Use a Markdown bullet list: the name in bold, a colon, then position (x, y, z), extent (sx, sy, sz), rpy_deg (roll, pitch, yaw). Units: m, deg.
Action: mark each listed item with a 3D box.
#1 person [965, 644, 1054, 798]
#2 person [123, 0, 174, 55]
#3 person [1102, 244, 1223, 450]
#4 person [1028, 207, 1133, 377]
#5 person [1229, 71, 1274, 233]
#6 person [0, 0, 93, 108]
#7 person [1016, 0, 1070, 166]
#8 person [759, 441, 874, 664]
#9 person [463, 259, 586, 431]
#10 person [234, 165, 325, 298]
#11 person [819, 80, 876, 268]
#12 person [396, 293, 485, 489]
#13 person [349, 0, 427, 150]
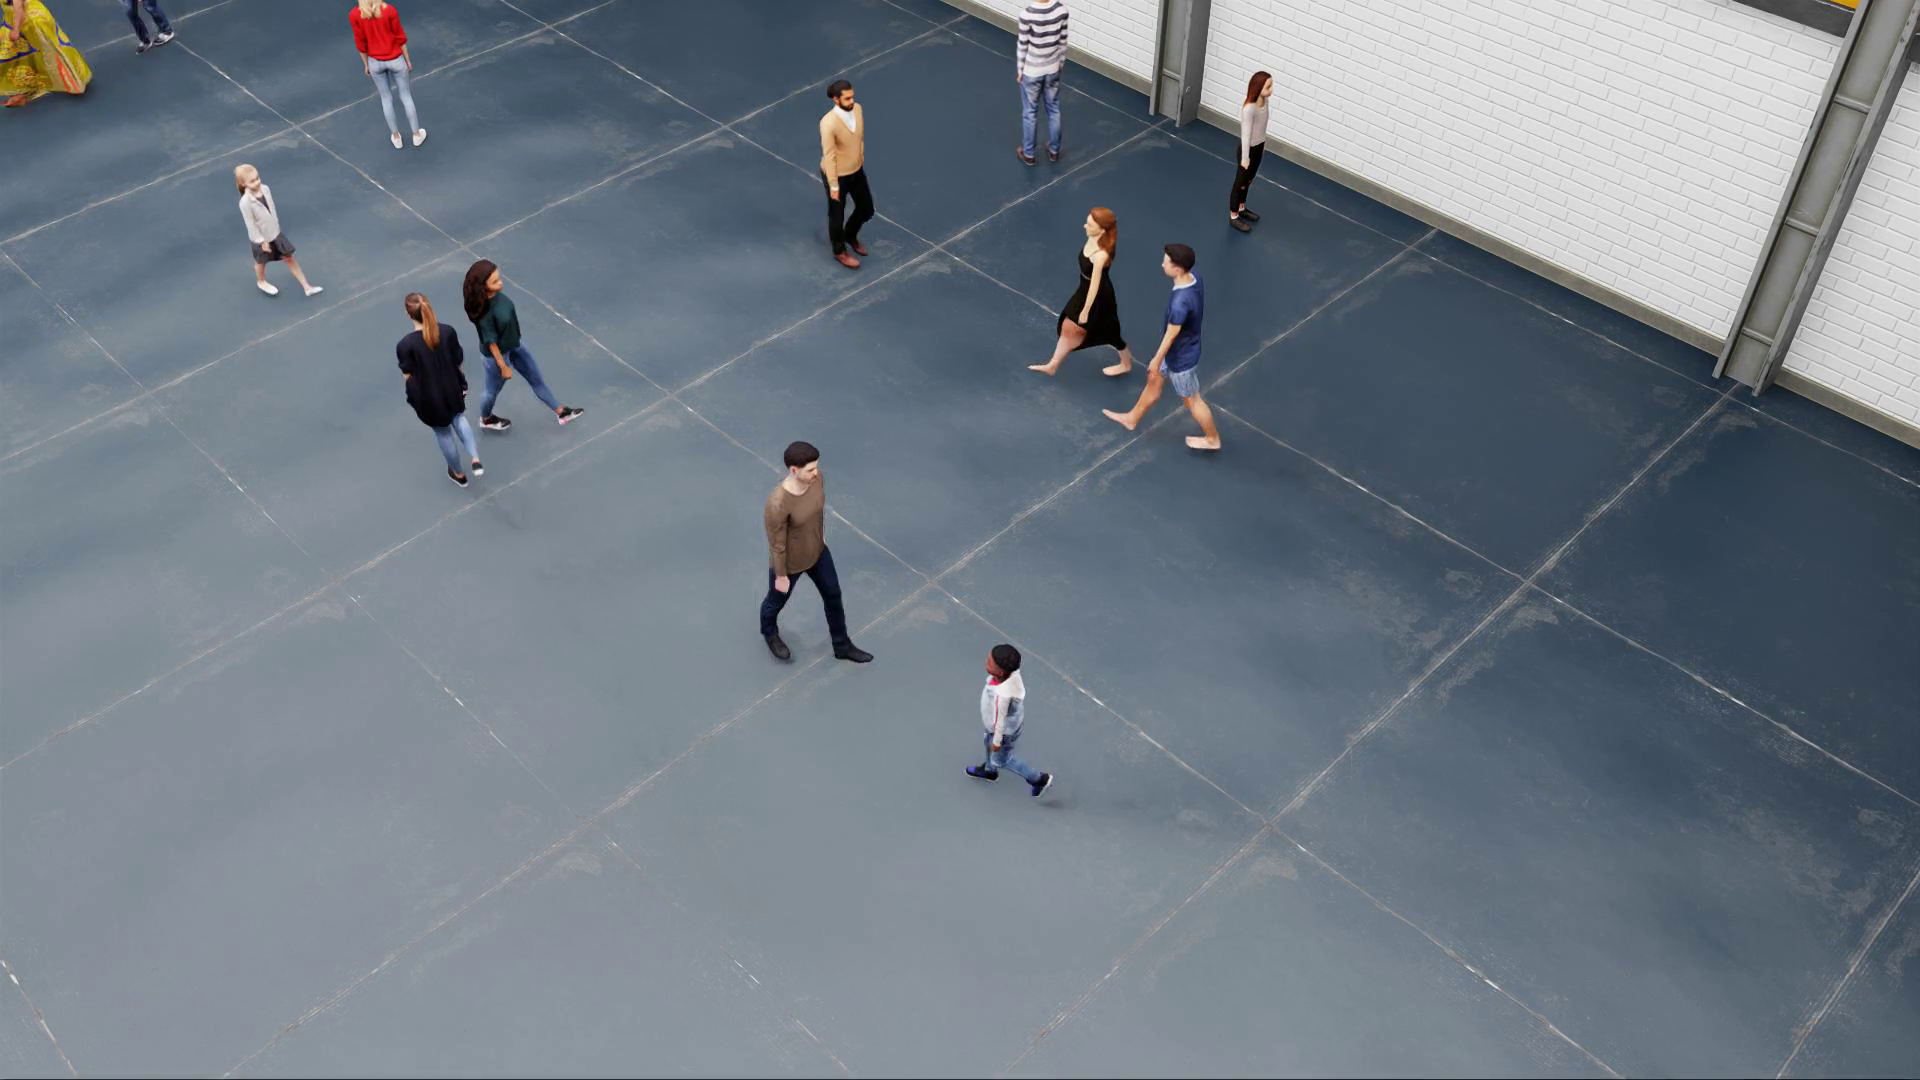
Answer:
- **person**: position (0.311, 1.105, 10.084), extent (0.861, 1.244, 0.727), rpy_deg (9, 44, 9)
- **person**: position (-8.489, -5.811, 17.144), extent (0.804, 1.520, 0.802), rpy_deg (19, 47, 19)
- **person**: position (1.715, -1.356, 12.274), extent (1.261, 1.786, 1.031), rpy_deg (11, 45, 11)
- **person**: position (1.152, -1.878, 12.975), extent (1.051, 1.576, 1.086), rpy_deg (-6, 44, -6)
- **person**: position (2.563, -3.458, 14.700), extent (0.550, 1.484, 0.584), rpy_deg (24, 49, 23)
- **person**: position (-9.053, -5.084, 16.311), extent (1.208, 1.617, 0.835), rpy_deg (29, 51, 27)
- **person**: position (0.752, -4.359, 15.385), extent (0.719, 1.844, 0.704), rpy_deg (-14, 45, -14)
- **person**: position (-1.108, 0.051, 10.755), extent (1.057, 1.846, 0.779), rpy_deg (31, 52, 29)
- **person**: position (-3.526, -1.405, 12.479), extent (1.119, 1.574, 1.033), rpy_deg (0, 44, 0)
- **person**: position (-5.878, -2.577, 13.951), extent (0.940, 1.242, 0.676), rpy_deg (20, 47, 20)
- **person**: position (-1.041, -3.154, 14.190), extent (0.596, 1.747, 0.662), rpy_deg (34, 53, 30)
- **person**: position (-3.717, -1.021, 12.006), extent (0.645, 1.671, 0.732), rpy_deg (-31, 52, -28)
- **person**: position (-5.387, -4.489, 15.622), extent (0.688, 1.705, 0.692), rpy_deg (-9, 44, -9)
